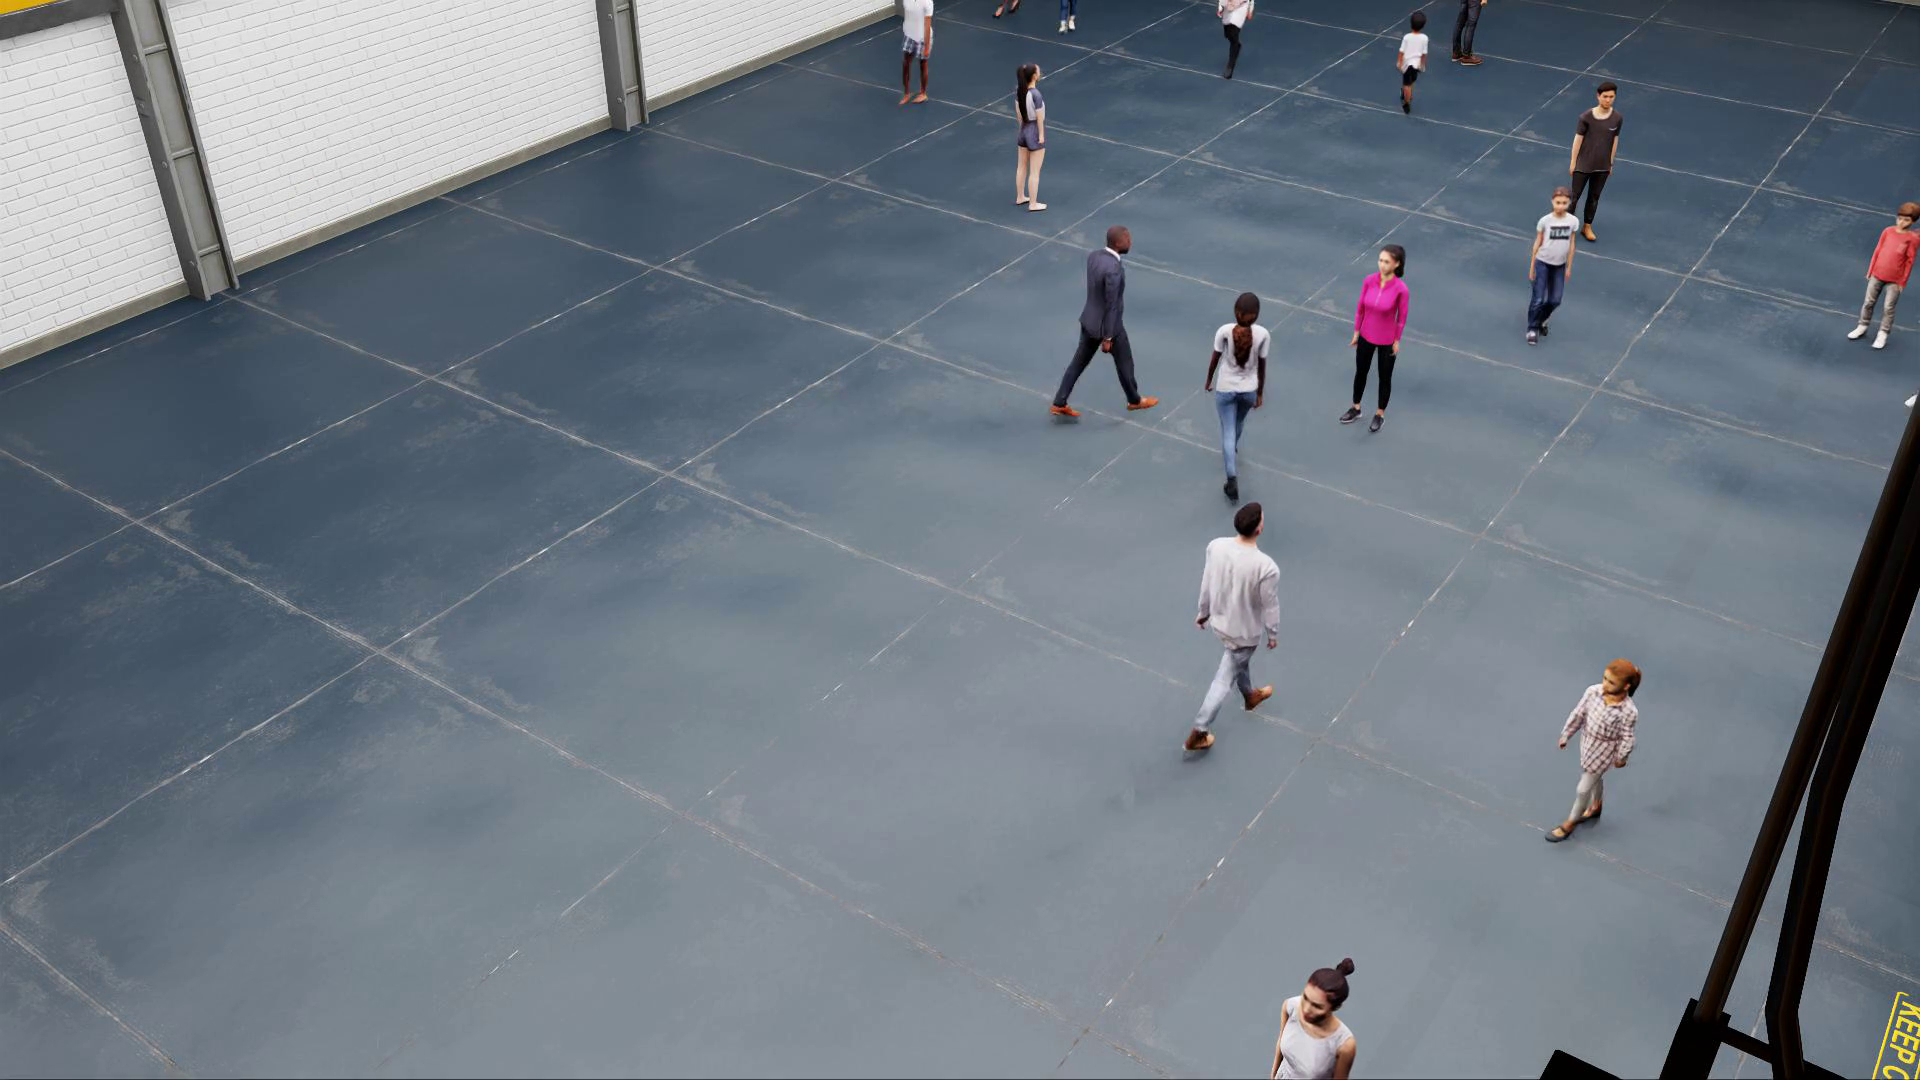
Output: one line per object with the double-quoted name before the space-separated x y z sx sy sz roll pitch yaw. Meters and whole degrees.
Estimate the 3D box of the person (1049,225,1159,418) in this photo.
"person" 1.143 -1.817 14.307 1.336 1.774 1.173 -10 35 -15

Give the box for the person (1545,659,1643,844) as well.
"person" 3.957 1.233 10.157 0.846 1.289 0.727 -14 36 -21

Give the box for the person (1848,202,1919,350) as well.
"person" 8.763 -2.511 15.677 0.588 1.413 0.585 -21 39 -28

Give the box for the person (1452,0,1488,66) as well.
"person" 7.007 -7.464 22.718 0.763 1.867 0.743 -12 35 -17

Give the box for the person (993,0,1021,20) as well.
"person" 0.778 -8.597 24.625 0.667 1.643 0.953 27 42 34

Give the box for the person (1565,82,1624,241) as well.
"person" 6.734 -4.043 17.708 0.708 1.717 0.726 1 34 2

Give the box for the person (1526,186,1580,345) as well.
"person" 5.564 -2.625 15.731 0.678 1.544 0.738 3 34 4

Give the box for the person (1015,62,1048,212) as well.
"person" 0.778 -4.477 18.422 0.638 1.649 0.659 -22 39 -29

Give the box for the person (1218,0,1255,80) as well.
"person" 3.721 -7.168 22.354 0.759 1.777 1.159 14 36 21

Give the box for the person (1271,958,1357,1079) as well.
"person" 1.652 2.587 7.830 0.587 1.609 0.604 -25 41 -33

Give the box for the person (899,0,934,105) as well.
"person" -0.528 -6.443 21.340 0.687 1.693 0.741 22 39 29

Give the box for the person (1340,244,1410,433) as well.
"person" 3.596 -1.741 14.261 0.582 1.698 0.552 22 40 30

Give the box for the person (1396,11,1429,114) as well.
"person" 5.765 -6.058 21.176 0.791 1.234 0.901 -2 34 -2

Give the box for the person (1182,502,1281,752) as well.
"person" 1.732 0.595 10.661 1.238 1.794 0.868 -28 42 -35

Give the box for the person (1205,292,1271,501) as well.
"person" 2.227 -1.133 13.368 1.024 1.675 1.212 0 34 0
